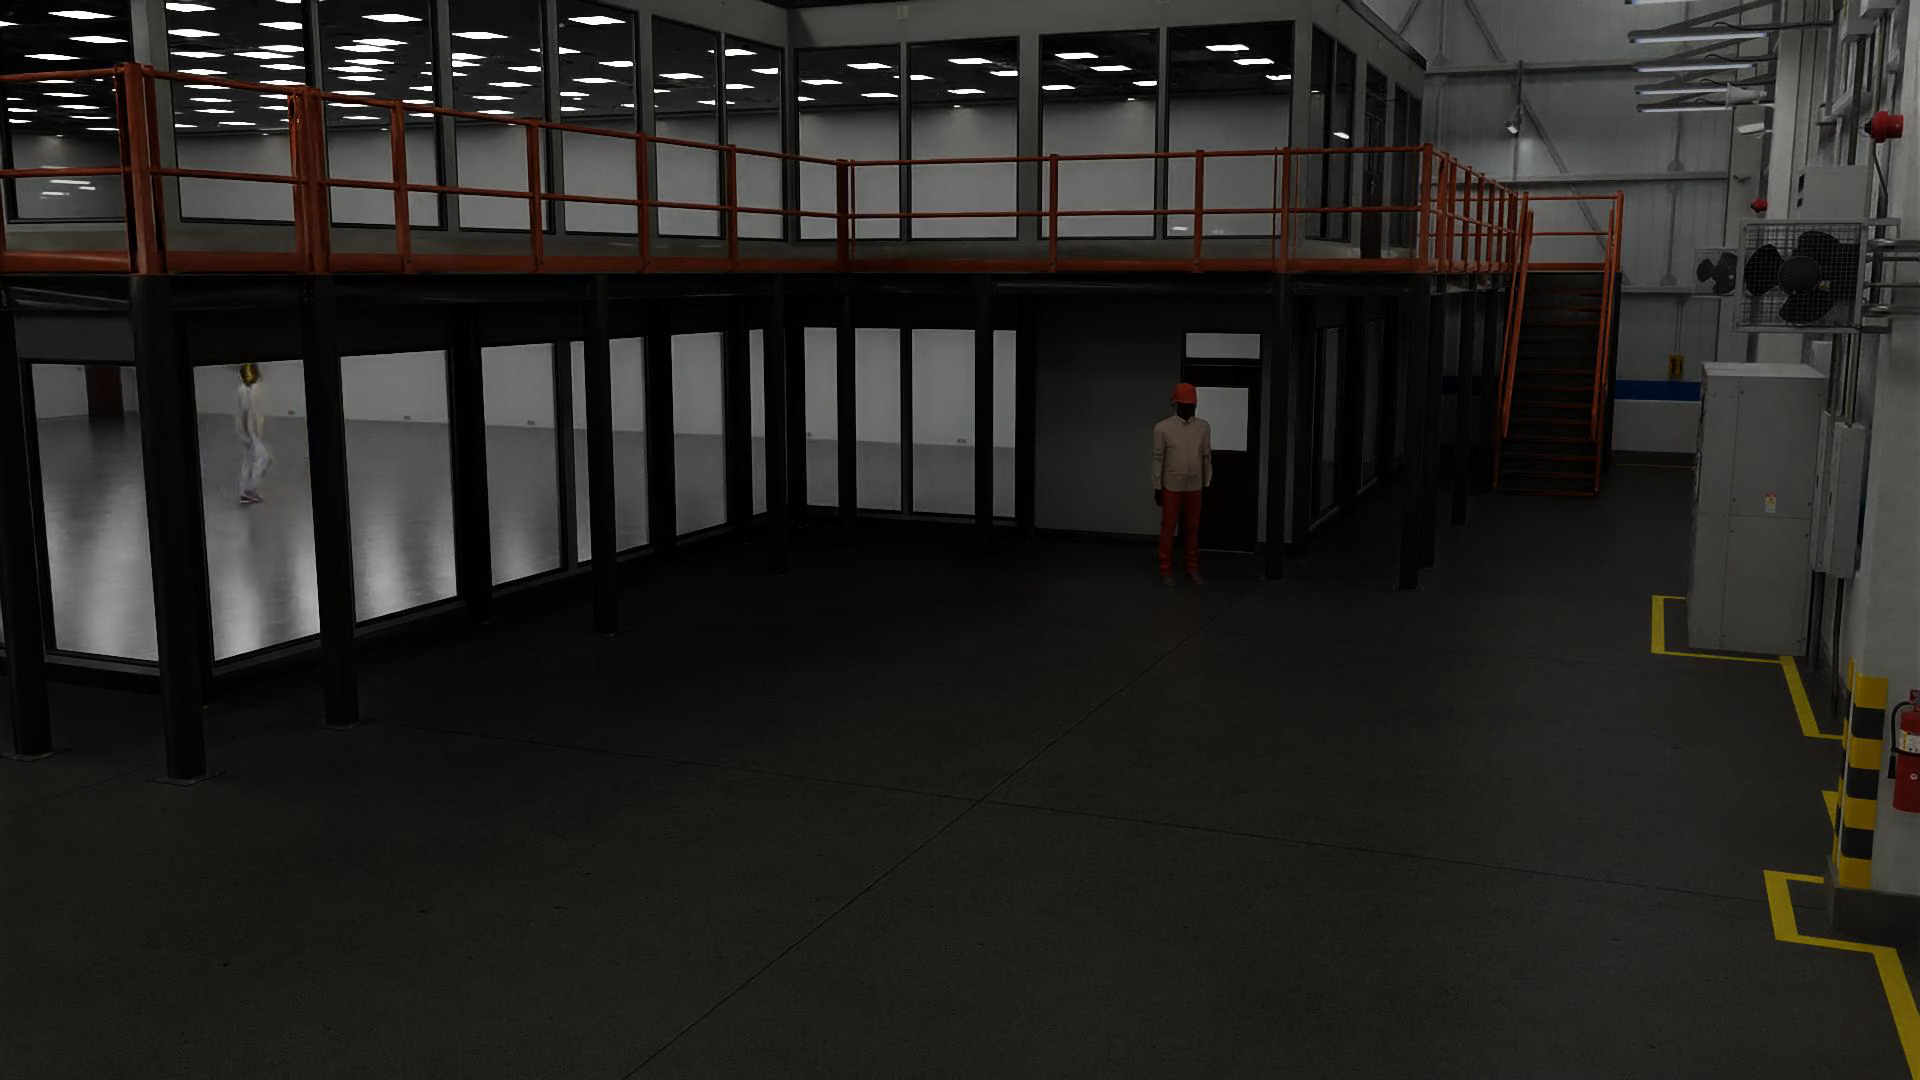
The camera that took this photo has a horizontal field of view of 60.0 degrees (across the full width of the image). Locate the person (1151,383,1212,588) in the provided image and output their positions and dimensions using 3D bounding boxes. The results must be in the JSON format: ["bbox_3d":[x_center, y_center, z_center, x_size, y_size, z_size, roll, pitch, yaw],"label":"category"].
[{"bbox_3d":[2.153,-0.528,16.083,0.614,1.987,0.406,-3,10,-18],"label":"person"}]
